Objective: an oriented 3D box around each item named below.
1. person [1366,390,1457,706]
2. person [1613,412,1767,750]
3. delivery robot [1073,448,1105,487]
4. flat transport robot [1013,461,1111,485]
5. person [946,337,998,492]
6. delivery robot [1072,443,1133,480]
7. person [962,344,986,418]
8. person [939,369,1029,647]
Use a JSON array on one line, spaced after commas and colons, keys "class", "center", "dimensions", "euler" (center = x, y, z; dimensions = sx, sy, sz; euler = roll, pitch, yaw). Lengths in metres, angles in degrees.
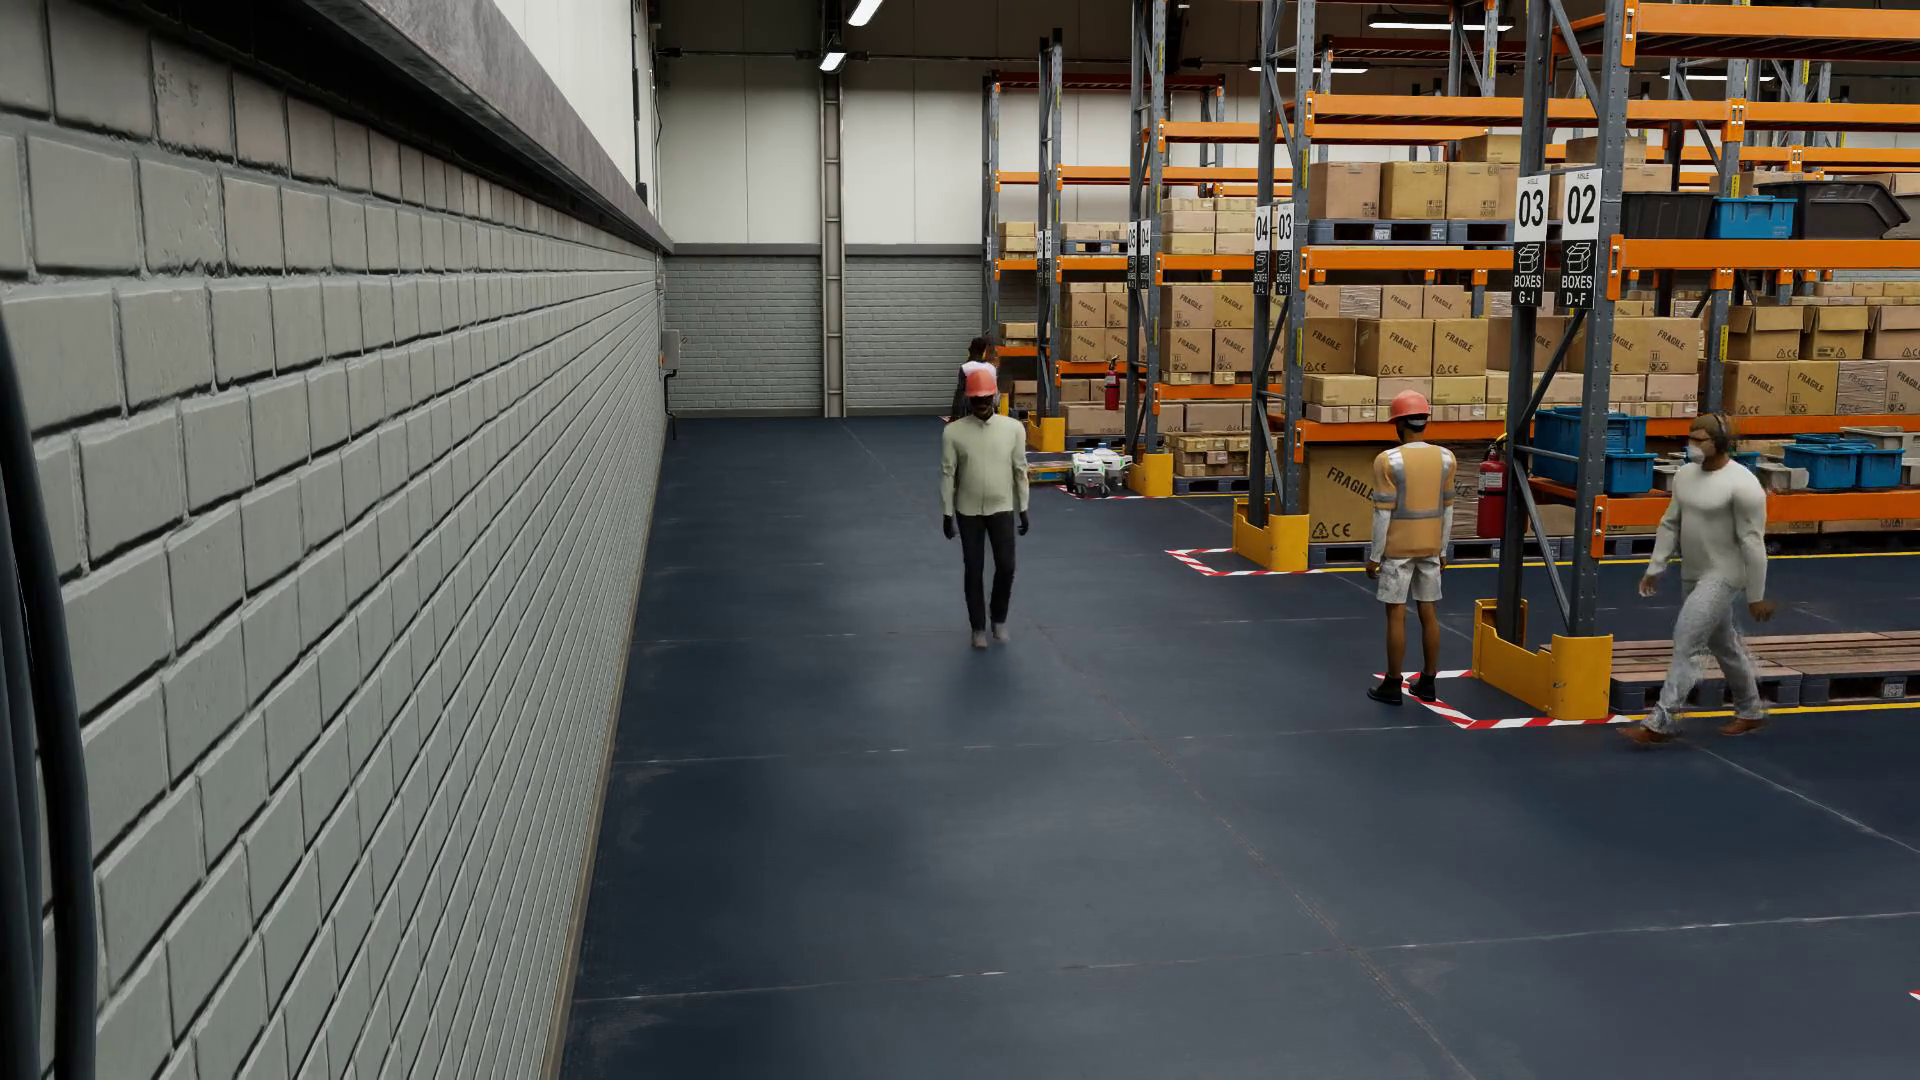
[{"class": "person", "center": [2.739, 0.051, 10.182], "dimensions": [0.542, 1.929, 0.368], "euler": [-3, 10, -16]}, {"class": "person", "center": [4.151, 0.226, 9.257], "dimensions": [1.014, 1.882, 0.618], "euler": [-1, 9, -8]}, {"class": "delivery robot", "center": [1.518, -0.841, 19.616], "dimensions": [0.477, 0.478, 0.707], "euler": [0, 9, 1]}, {"class": "flat transport robot", "center": [1.102, -0.850, 20.832], "dimensions": [1.431, 0.197, 0.652], "euler": [-3, 10, -17]}, {"class": "person", "center": [0.107, -1.453, 19.679], "dimensions": [0.859, 1.855, 0.579], "euler": [5, 10, 27]}, {"class": "delivery robot", "center": [1.728, -0.932, 20.180], "dimensions": [0.707, 0.478, 0.477], "euler": [5, 11, 30]}, {"class": "person", "center": [0.250, -1.501, 20.110], "dimensions": [0.529, 1.822, 0.995], "euler": [-4, 10, -21]}, {"class": "person", "center": [0.171, -0.212, 11.663], "dimensions": [0.647, 1.968, 0.489], "euler": [0, 9, -3]}]
